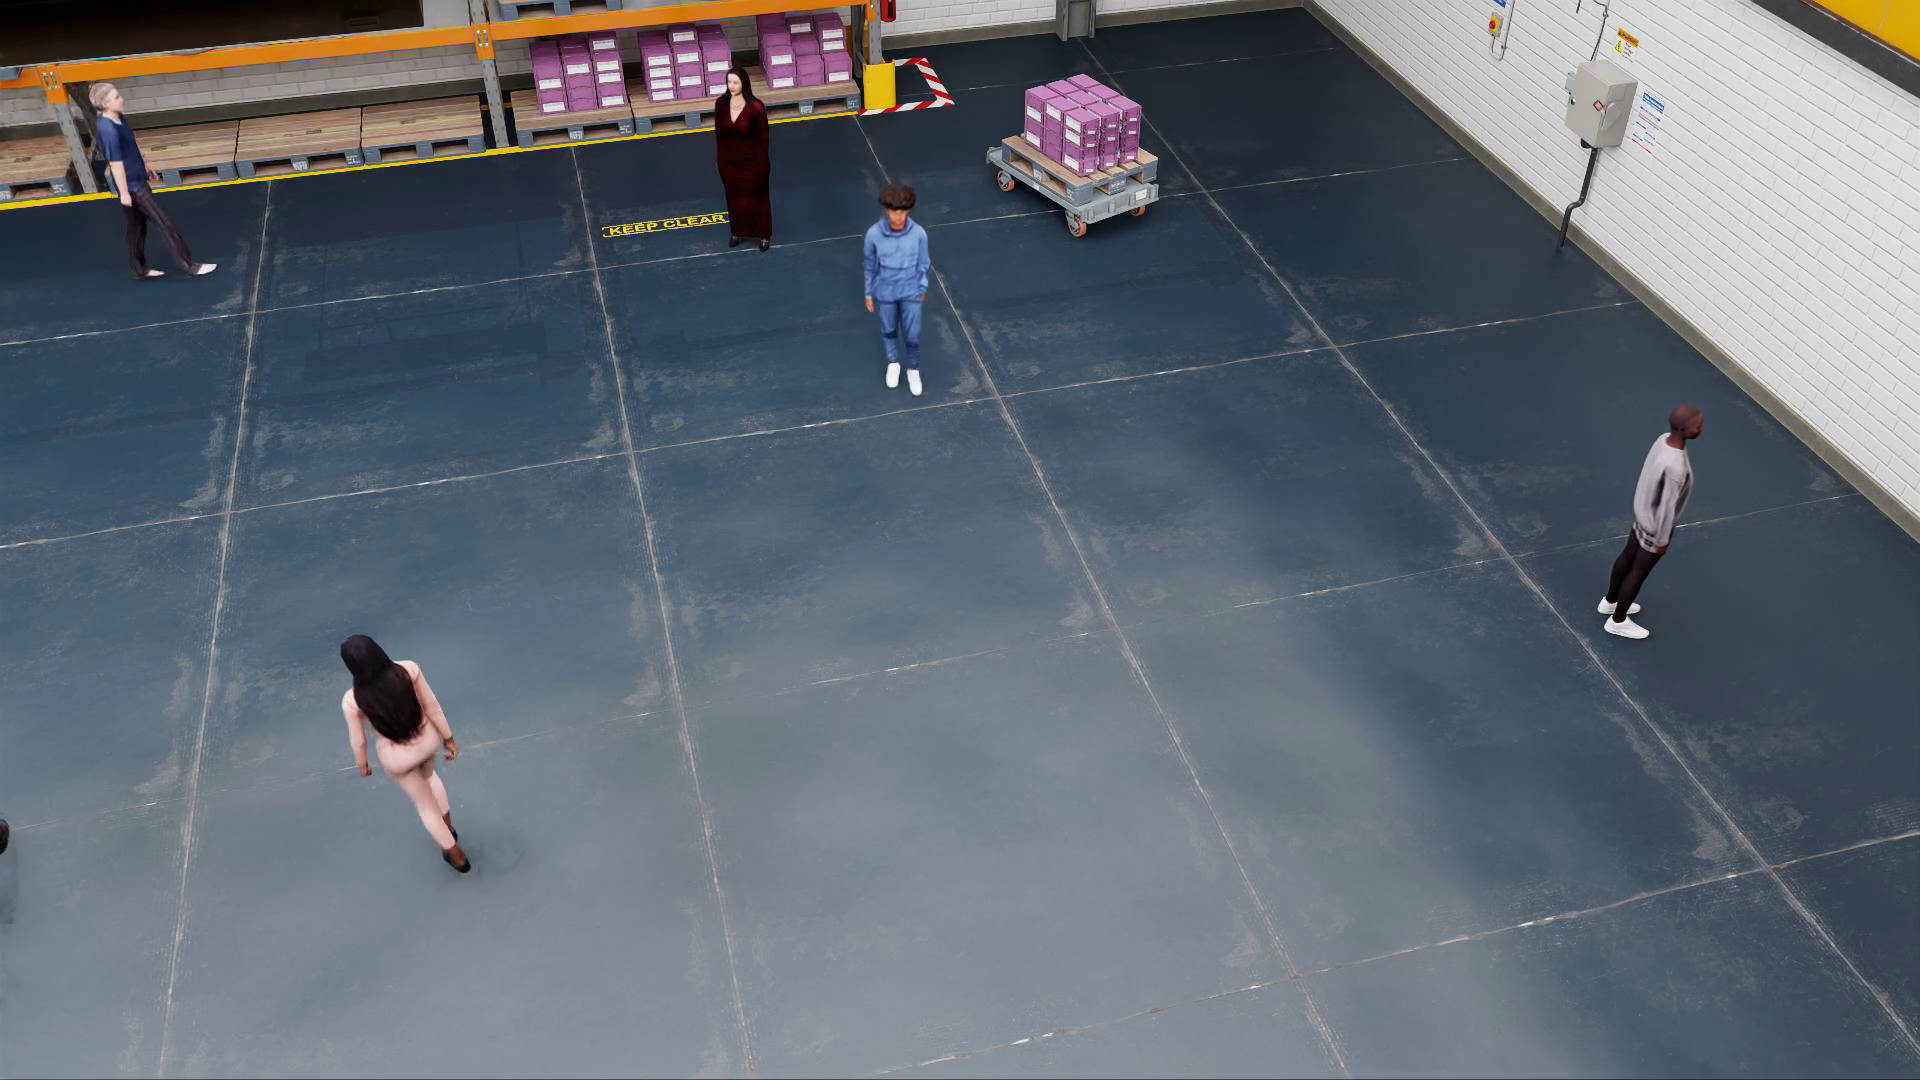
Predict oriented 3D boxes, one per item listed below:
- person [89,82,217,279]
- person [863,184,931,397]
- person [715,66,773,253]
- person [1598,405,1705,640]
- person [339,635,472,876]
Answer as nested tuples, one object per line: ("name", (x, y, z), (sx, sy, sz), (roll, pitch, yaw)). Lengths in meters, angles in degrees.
("person", (-7.357, -3.100, 14.595), (0.962, 1.847, 0.696), (-11, 40, -13))
("person", (-0.506, -2.058, 13.333), (0.700, 1.794, 0.828), (2, 39, 3))
("person", (-1.965, -3.465, 15.125), (0.721, 1.757, 0.823), (11, 40, 13))
("person", (4.556, -0.144, 10.955), (0.651, 1.771, 0.683), (4, 39, 5))
("person", (-3.028, 1.231, 9.306), (0.825, 1.679, 0.881), (-24, 44, -27))
